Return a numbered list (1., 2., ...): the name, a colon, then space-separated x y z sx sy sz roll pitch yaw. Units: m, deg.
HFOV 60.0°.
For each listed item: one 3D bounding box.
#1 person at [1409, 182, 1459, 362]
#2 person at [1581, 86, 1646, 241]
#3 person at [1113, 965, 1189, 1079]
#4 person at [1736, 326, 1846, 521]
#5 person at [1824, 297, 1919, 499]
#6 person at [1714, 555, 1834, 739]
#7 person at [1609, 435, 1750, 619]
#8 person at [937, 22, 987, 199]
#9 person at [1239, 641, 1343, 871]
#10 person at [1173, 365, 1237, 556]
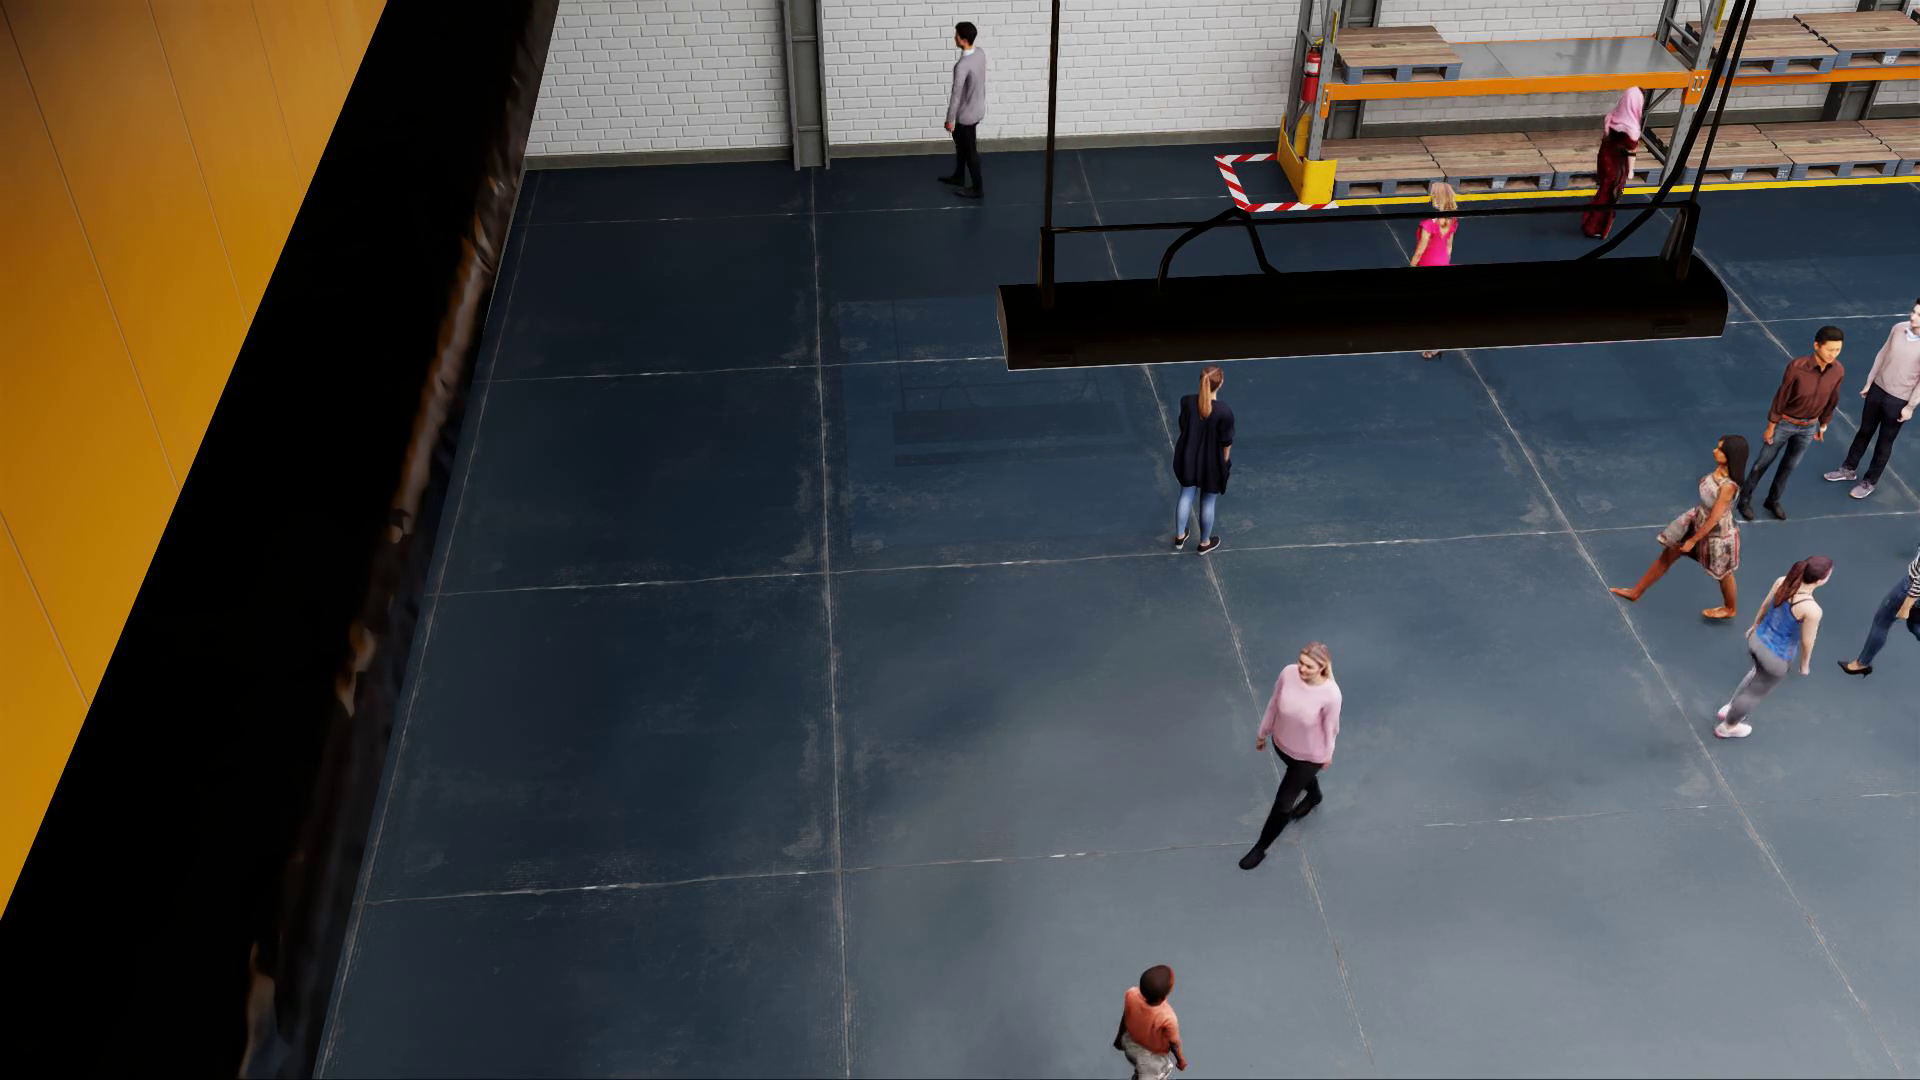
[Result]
1. person: 4.310 -2.376 14.931 0.918 1.703 0.937 -30 47 -32
2. person: 6.524 -3.781 16.752 0.624 1.628 0.632 -3 39 -3
3. person: 0.944 2.744 8.850 0.851 1.293 0.759 -30 47 -32
4. person: 6.540 -0.925 13.056 0.471 1.775 0.722 0 39 0
5. person: 7.473 -1.165 13.330 0.663 1.809 0.691 -16 41 -19
6. person: 5.364 0.744 11.112 0.595 1.595 0.600 -6 39 -7
7. person: 5.539 -0.028 12.088 1.200 1.583 0.765 4 39 5
8. person: 0.167 -4.463 17.382 1.009 1.906 0.961 13 40 15
9. person: 2.176 1.249 10.441 1.179 1.642 1.052 -31 48 -33
10. person: 1.853 -0.617 12.745 0.690 1.684 0.782 21 43 24
